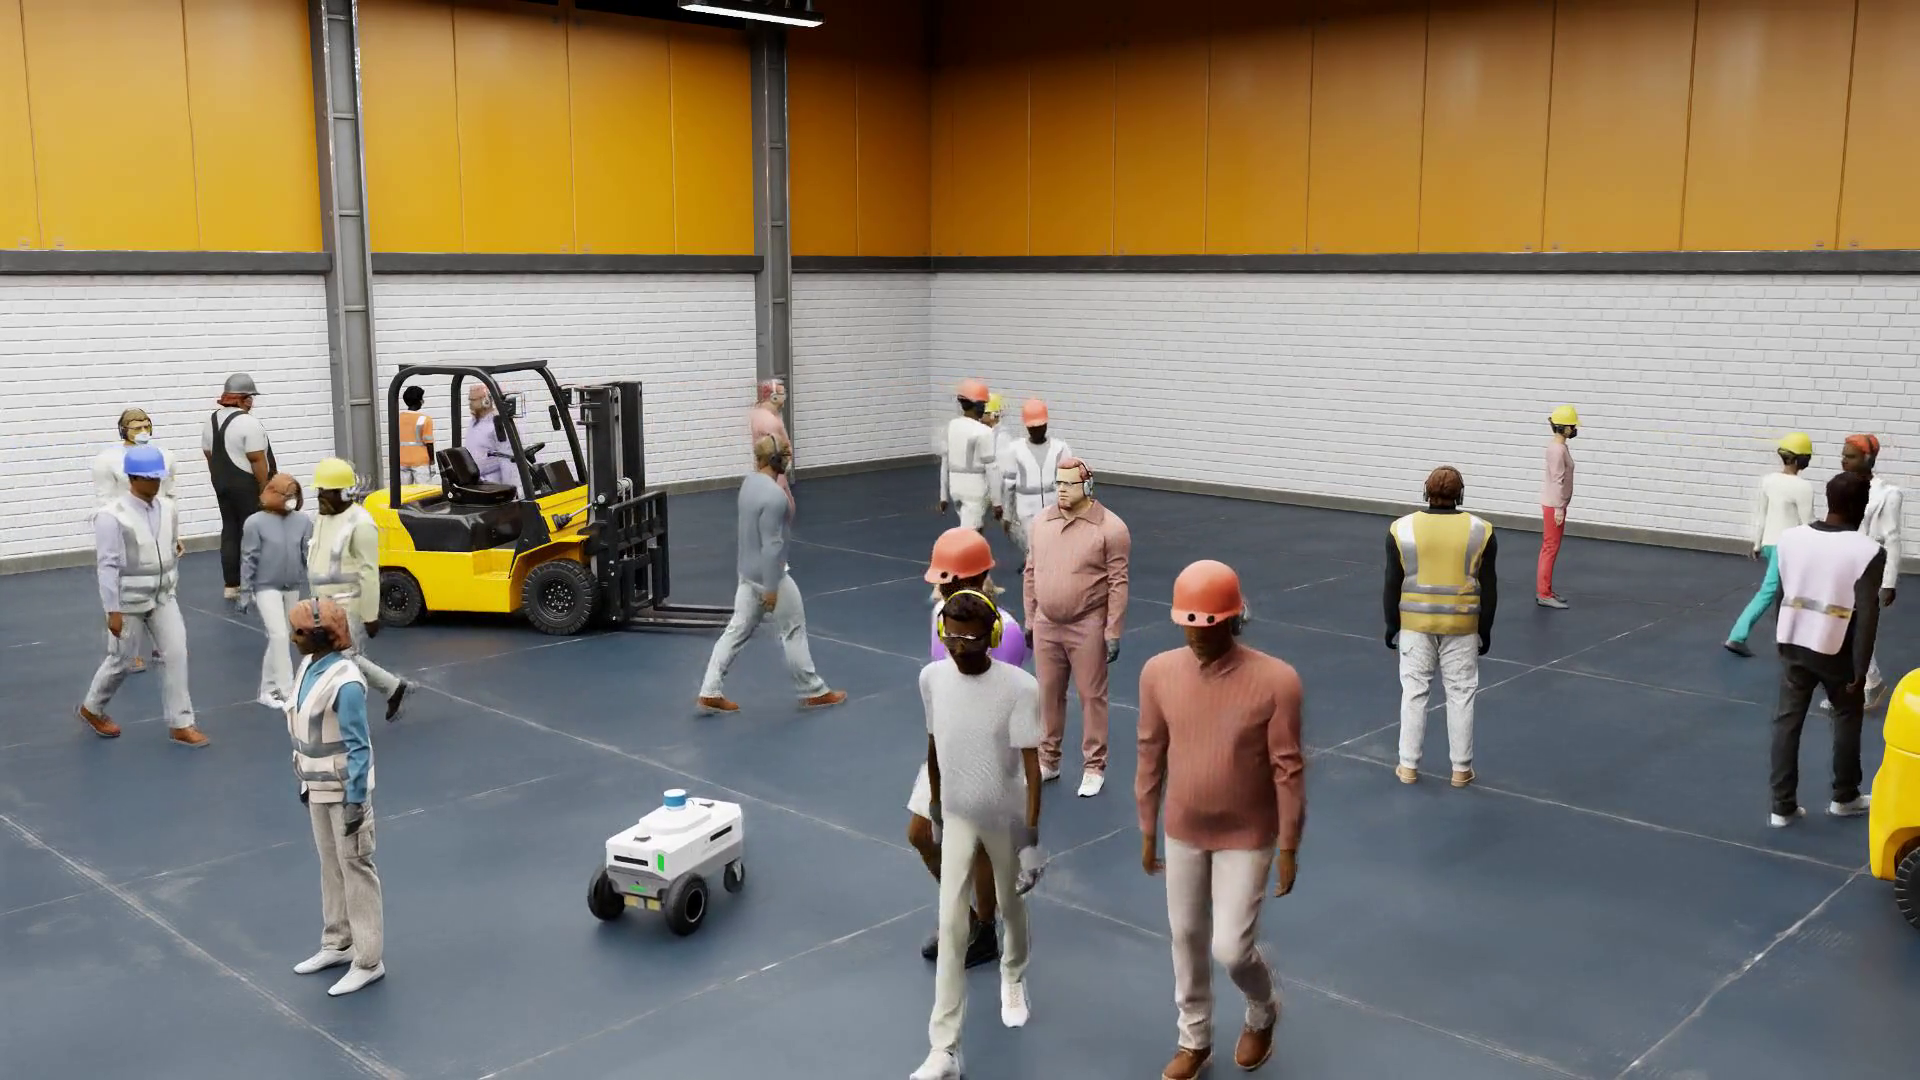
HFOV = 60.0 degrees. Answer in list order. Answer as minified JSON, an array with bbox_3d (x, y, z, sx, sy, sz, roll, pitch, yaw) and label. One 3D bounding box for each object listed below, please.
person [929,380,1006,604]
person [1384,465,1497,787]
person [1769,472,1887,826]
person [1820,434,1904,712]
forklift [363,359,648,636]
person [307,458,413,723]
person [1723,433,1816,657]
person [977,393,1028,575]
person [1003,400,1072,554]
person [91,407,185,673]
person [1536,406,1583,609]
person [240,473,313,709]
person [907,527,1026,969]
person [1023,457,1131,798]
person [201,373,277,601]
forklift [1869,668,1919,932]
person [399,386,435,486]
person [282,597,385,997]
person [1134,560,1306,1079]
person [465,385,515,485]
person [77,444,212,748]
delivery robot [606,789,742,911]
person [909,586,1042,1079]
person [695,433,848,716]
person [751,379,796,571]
[{"bbox_3d":[0.060,-0.404,14.611,1.029,2.004,0.613,-7,12,-38],"label":"person"},{"bbox_3d":[2.734,0.492,9.505,0.622,1.844,0.429,3,10,15],"label":"person"},{"bbox_3d":[4.650,0.568,8.888,0.846,1.882,0.623,-7,11,-35],"label":"person"},{"bbox_3d":[5.919,0.232,11.024,0.429,1.870,0.594,-2,9,-12],"label":"person"},{"bbox_3d":[-3.850,-0.407,13.936,2.313,2.155,1.214,2,9,11],"label":"forklift"},{"bbox_3d":[-3.751,0.374,10.323,0.632,1.810,0.603,-9,13,-43],"label":"person"},{"bbox_3d":[6.238,0.045,12.619,0.916,1.727,0.534,-1,9,-7],"label":"person"},{"bbox_3d":[0.381,-0.514,15.905,0.891,1.796,0.579,-5,11,-28],"label":"person"},{"bbox_3d":[0.711,-0.230,13.851,0.671,1.870,1.010,-1,9,-8],"label":"person"},{"bbox_3d":[-6.044,-0.010,12.287,0.371,1.940,0.627,6,11,32],"label":"person"},{"bbox_3d":[5.239,-0.292,14.543,0.313,1.767,0.534,3,10,18],"label":"person"},{"bbox_3d":[-4.448,0.359,11.027,0.779,1.595,0.517,6,11,32],"label":"person"},{"bbox_3d":[0.026,0.882,6.889,0.473,1.910,0.570,-8,12,-39],"label":"person"},{"bbox_3d":[0.622,0.483,9.358,0.638,1.910,0.407,6,11,31],"label":"person"},{"bbox_3d":[-6.381,-0.485,14.889,0.688,2.000,0.536,5,11,29],"label":"person"},{"bbox_3d":[5.205,0.723,7.013,2.313,2.155,1.214,9,13,43],"label":"forklift"},{"bbox_3d":[-5.913,-0.827,18.058,0.531,1.690,0.319,3,10,19],"label":"person"},{"bbox_3d":[-2.560,1.033,6.812,0.313,1.637,0.513,-8,12,-41],"label":"person"},{"bbox_3d":[0.917,1.023,5.886,0.636,1.962,0.562,6,11,32],"label":"person"},{"bbox_3d":[-4.568,-0.561,15.931,0.977,1.856,0.653,-8,12,-39],"label":"person"},{"bbox_3d":[-5.118,0.344,10.251,0.897,1.907,0.622,4,10,23],"label":"person"},{"bbox_3d":[-1.304,1.390,7.644,0.477,0.478,0.707,4,10,24],"label":"delivery robot"},{"bbox_3d":[0.093,1.056,6.175,0.543,1.806,1.010,3,10,19],"label":"person"},{"bbox_3d":[-1.296,0.232,10.988,1.039,1.889,0.653,-5,10,-27],"label":"person"},{"bbox_3d":[-1.778,-0.615,16.131,0.480,1.890,0.685,-2,9,-11],"label":"person"}]
